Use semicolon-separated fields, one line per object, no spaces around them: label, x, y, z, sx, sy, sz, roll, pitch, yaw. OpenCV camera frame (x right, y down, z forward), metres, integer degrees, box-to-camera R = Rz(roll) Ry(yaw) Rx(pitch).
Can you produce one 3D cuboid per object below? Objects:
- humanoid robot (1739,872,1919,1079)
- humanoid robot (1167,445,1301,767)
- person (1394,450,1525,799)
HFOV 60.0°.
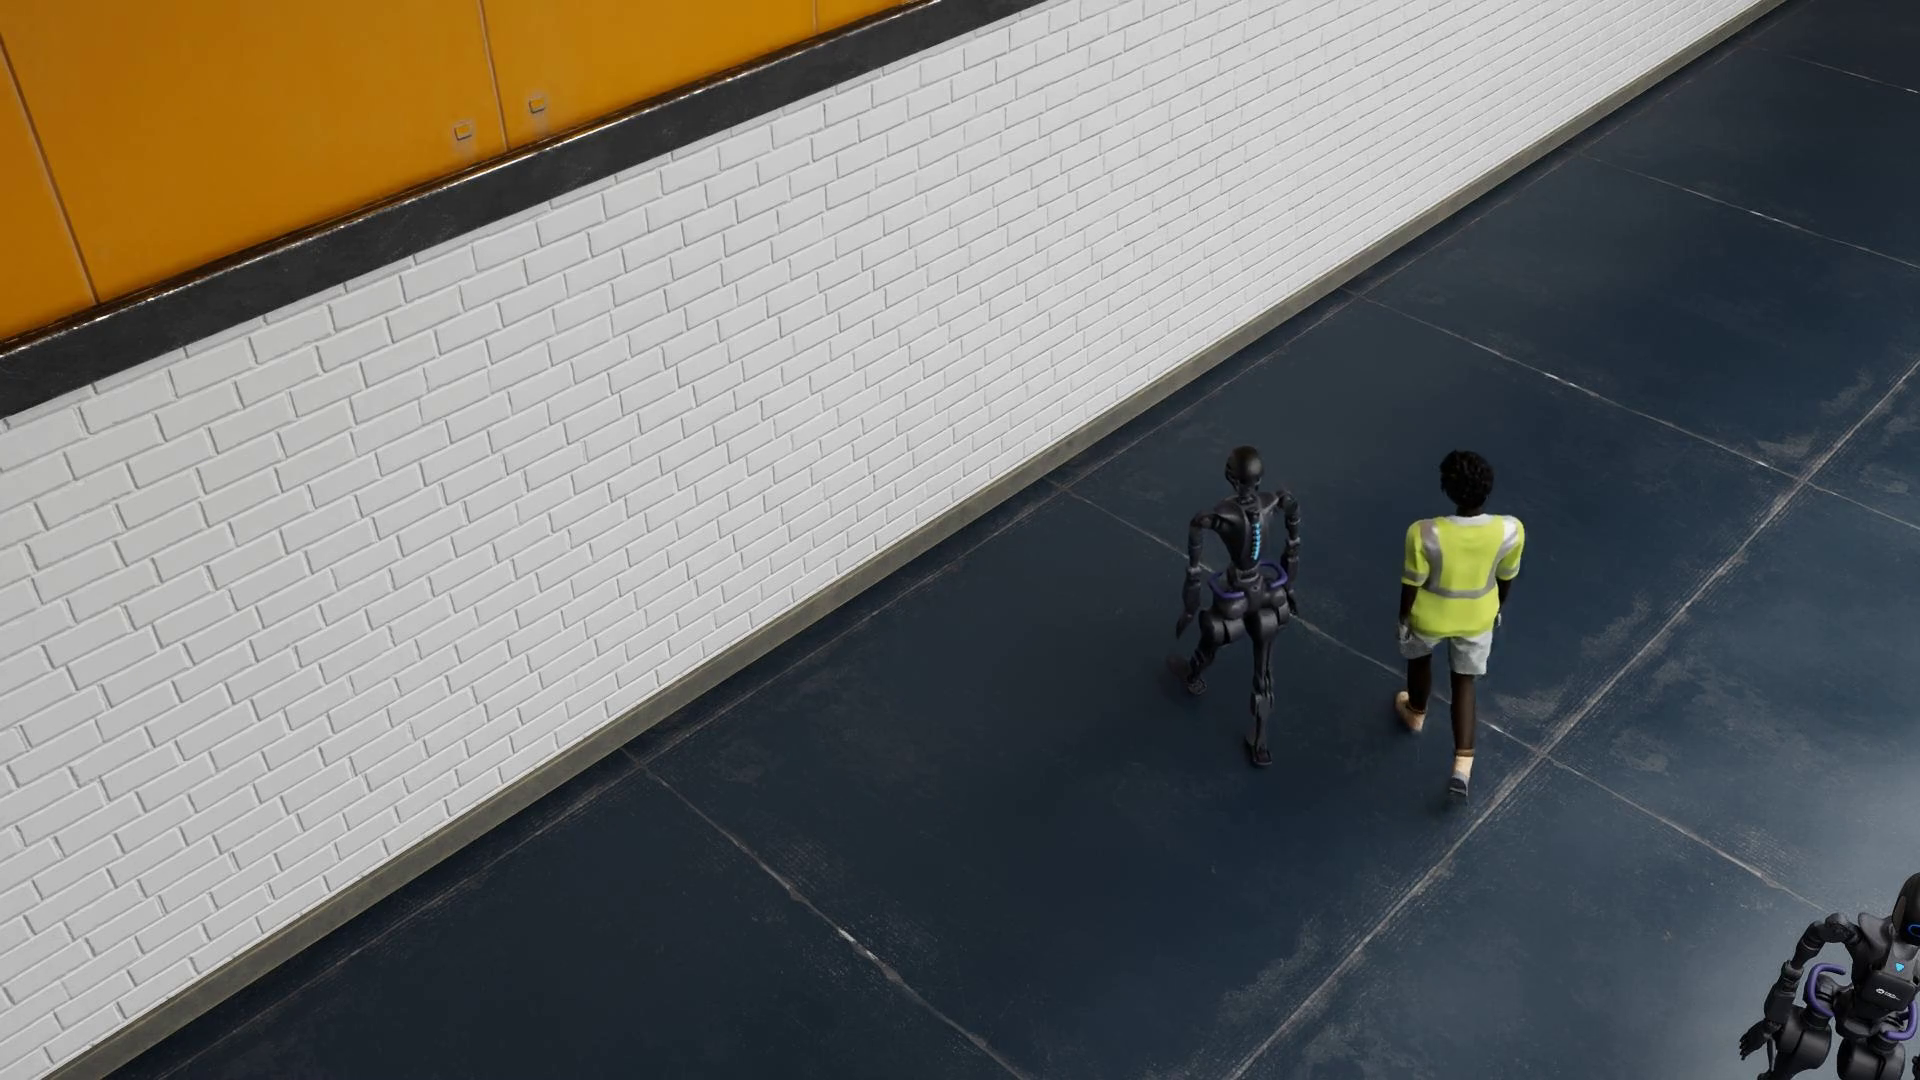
humanoid robot;3.020;1.701;5.654;0.599;1.657;0.315;17;42;20
humanoid robot;1.261;0.227;7.531;0.595;1.618;0.755;-12;40;-14
person;2.173;0.379;7.326;0.527;1.666;0.737;0;39;1
